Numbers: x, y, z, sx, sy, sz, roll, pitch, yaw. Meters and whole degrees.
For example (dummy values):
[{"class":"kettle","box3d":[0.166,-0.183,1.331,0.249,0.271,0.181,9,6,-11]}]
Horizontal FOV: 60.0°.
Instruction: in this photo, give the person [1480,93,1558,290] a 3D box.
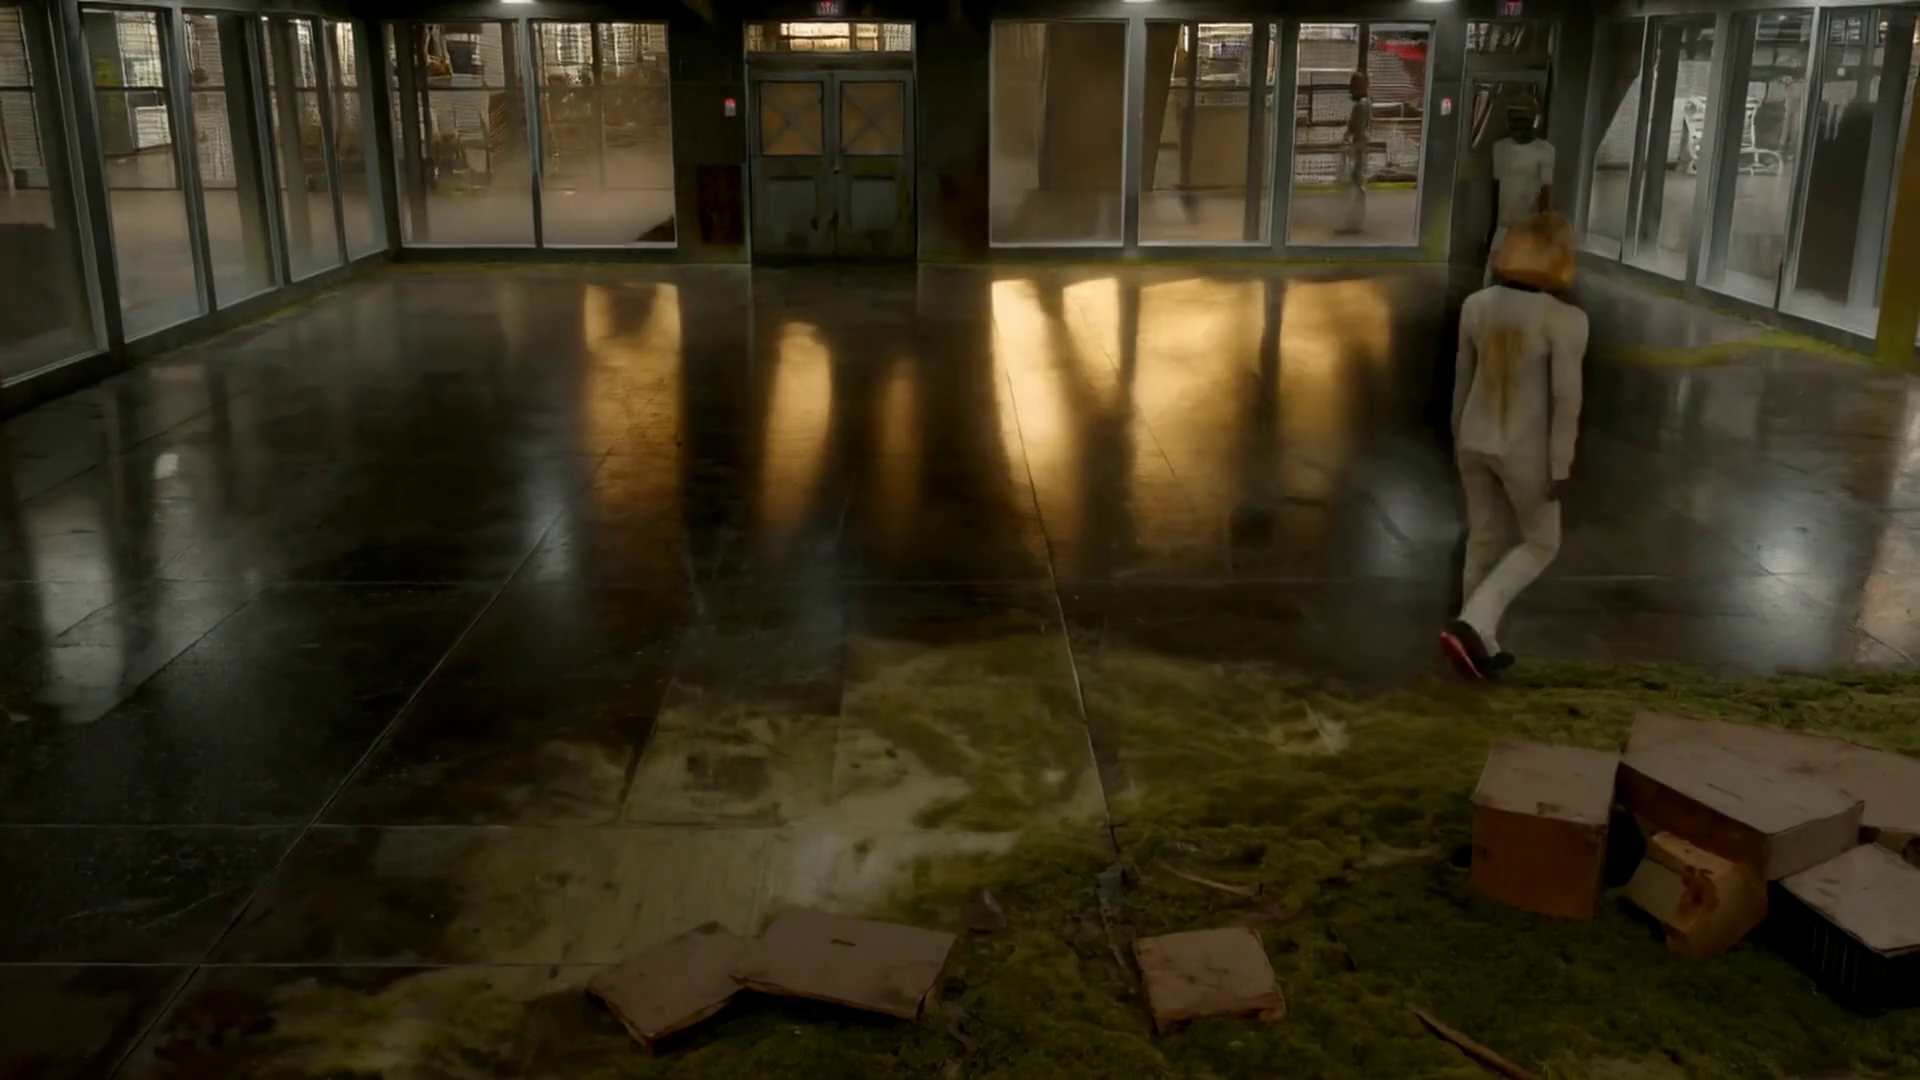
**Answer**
[{"class":"person","box3d":[3.798,-2.110,11.404,0.468,1.843,0.533,-15,22,-42]}]

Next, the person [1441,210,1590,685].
[{"class":"person","box3d":[1.800,-0.279,5.560,0.457,1.622,0.511,-11,20,-34]}]
